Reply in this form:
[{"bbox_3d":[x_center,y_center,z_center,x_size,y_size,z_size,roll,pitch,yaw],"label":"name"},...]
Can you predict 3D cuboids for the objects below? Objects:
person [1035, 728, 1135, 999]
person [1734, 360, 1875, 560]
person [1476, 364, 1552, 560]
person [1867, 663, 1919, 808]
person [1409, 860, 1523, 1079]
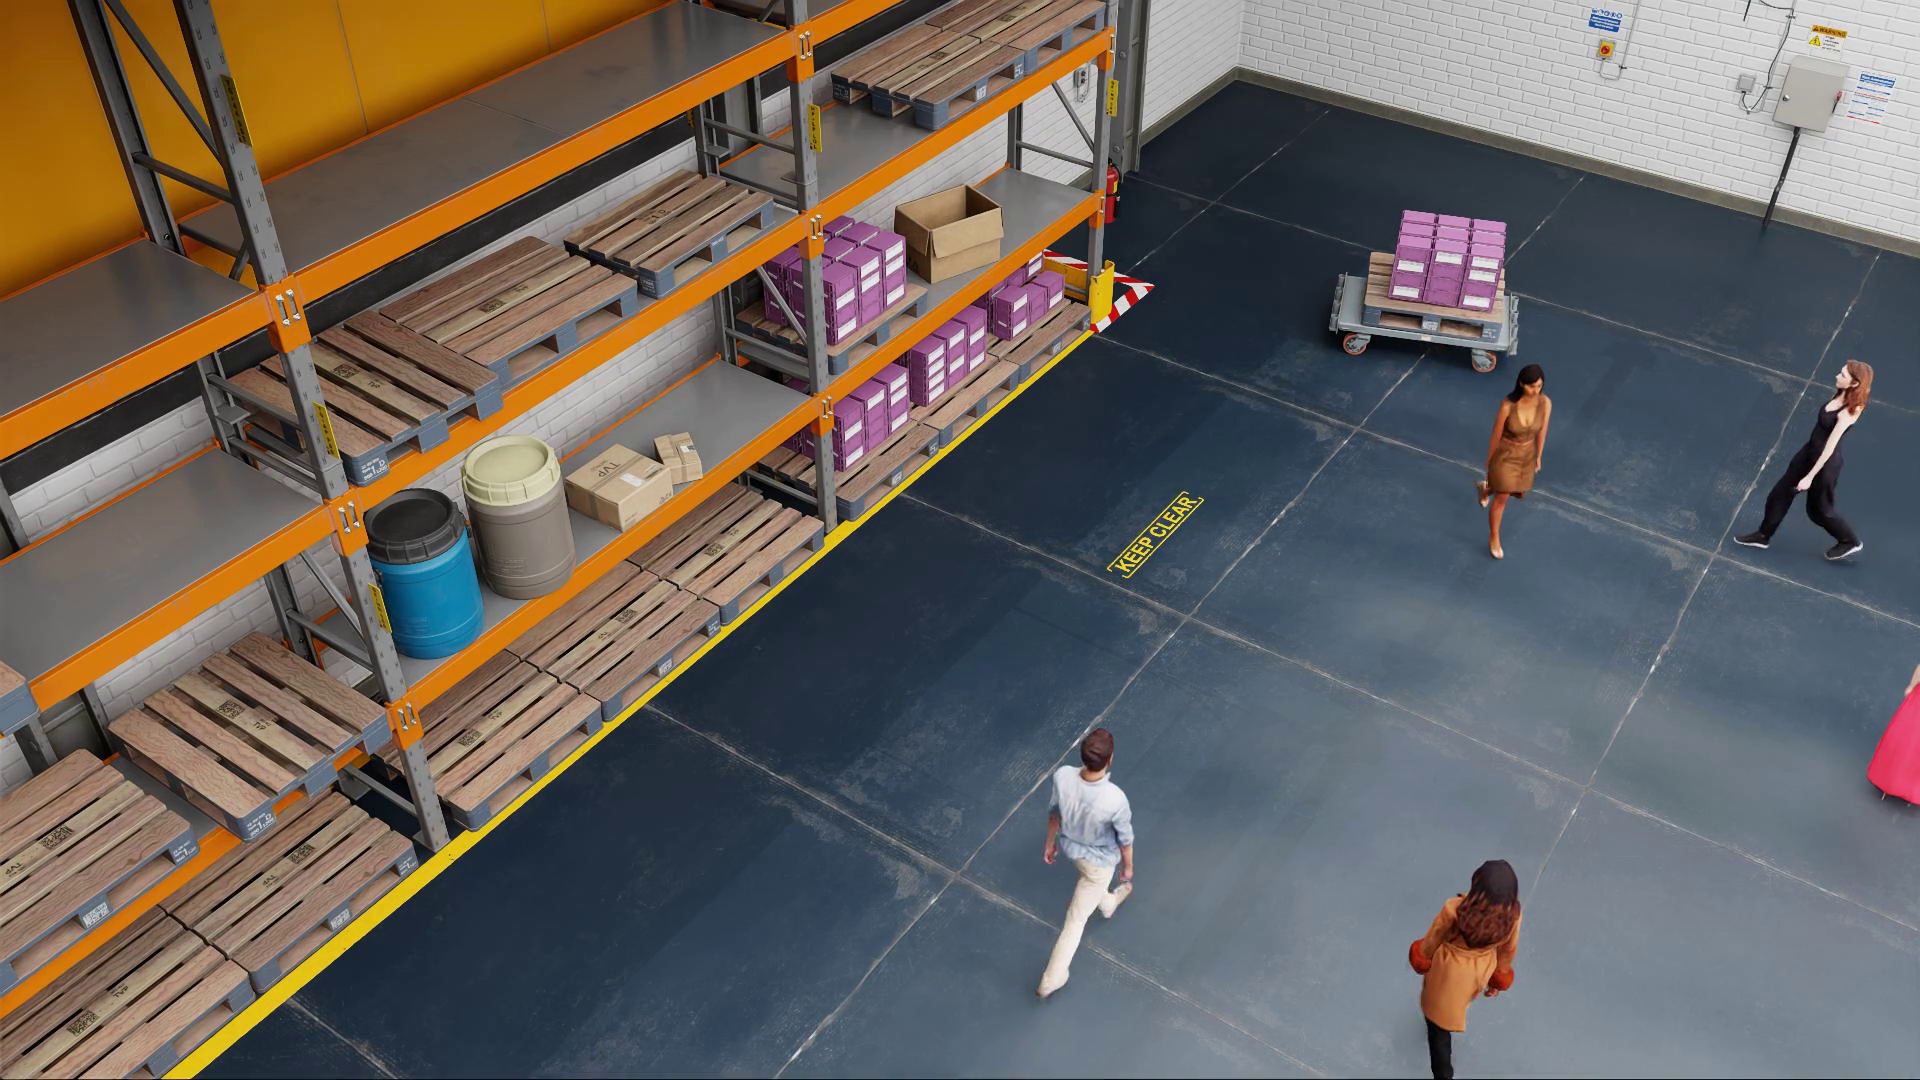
[{"bbox_3d":[0.670,1.837,9.346,0.719,1.800,1.248,27,46,29],"label":"person"},{"bbox_3d":[6.515,-0.547,12.398,0.991,1.717,1.122,4,39,5],"label":"person"},{"bbox_3d":[4.140,-0.655,12.570,0.875,1.671,0.922,-8,39,-10],"label":"person"},{"bbox_3d":[6.171,1.010,10.441,0.608,1.726,0.561,22,44,25],"label":"person"},{"bbox_3d":[2.652,2.363,8.772,1.079,1.695,1.215,0,39,0],"label":"person"}]
